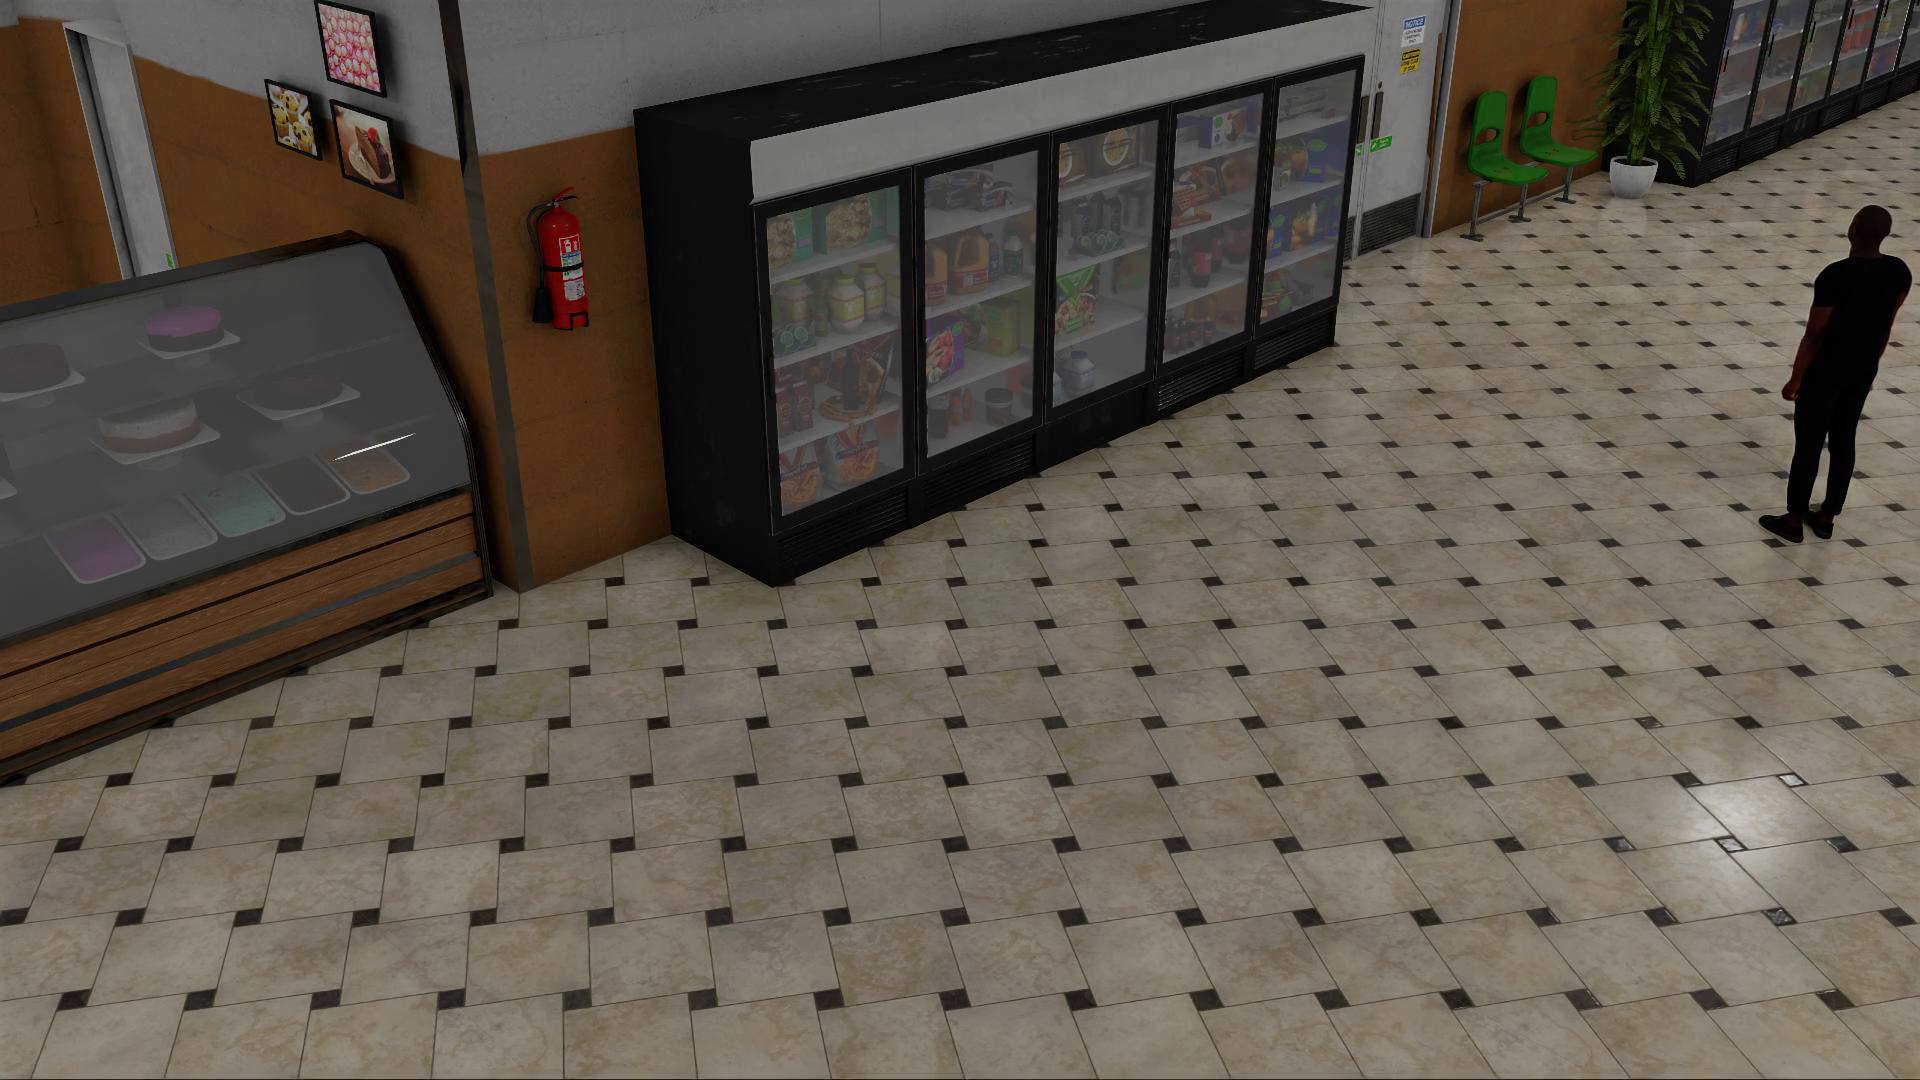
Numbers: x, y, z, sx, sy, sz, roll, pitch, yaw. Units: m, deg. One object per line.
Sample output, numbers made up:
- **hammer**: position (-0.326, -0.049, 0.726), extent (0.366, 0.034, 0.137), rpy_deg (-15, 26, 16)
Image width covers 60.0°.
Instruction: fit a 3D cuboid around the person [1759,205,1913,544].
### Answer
- **person**: position (4.594, -0.855, 8.703), extent (0.751, 1.819, 0.776), rpy_deg (-4, 27, -7)
